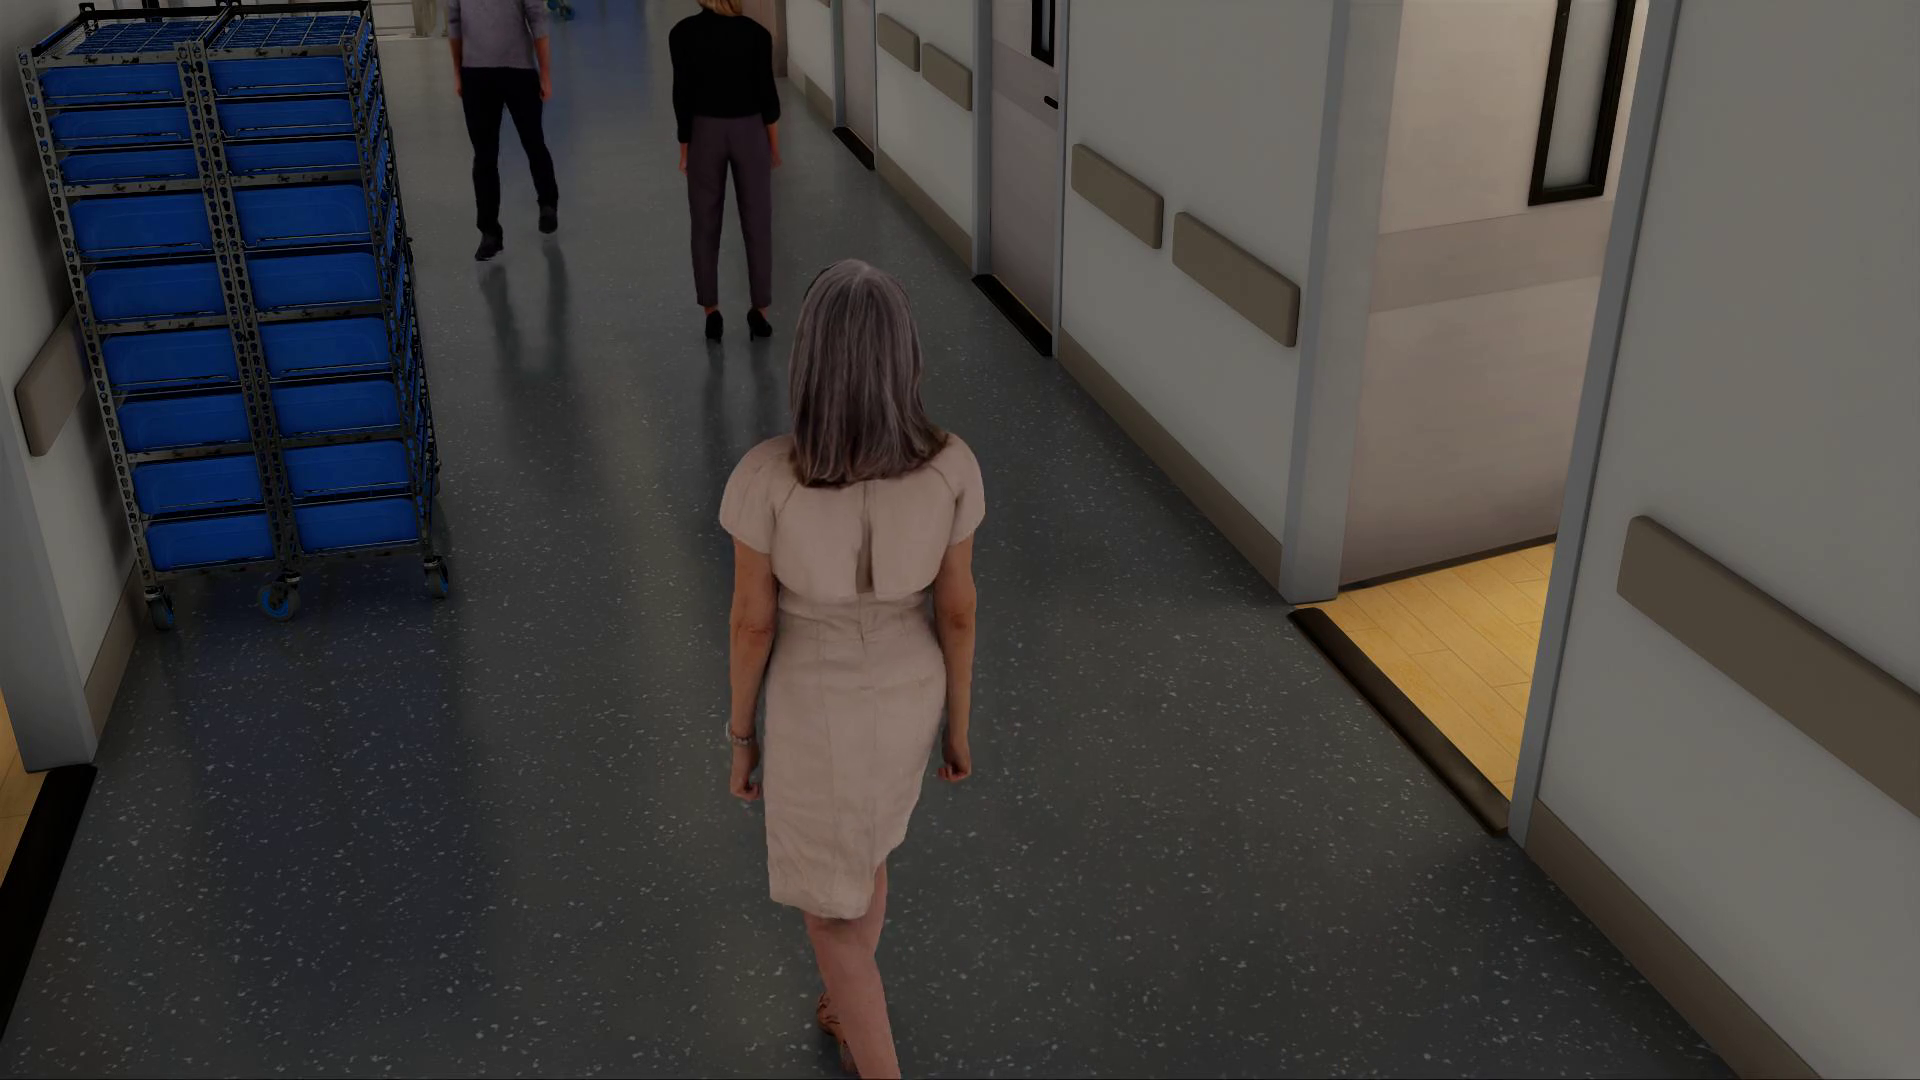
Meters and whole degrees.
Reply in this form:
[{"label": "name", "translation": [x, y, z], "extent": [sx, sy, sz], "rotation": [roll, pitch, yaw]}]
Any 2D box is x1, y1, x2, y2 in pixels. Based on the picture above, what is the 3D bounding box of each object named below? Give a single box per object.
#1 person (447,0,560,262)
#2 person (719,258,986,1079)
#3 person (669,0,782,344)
[{"label": "person", "translation": [-2.332, -2.415, 8.603], "extent": [0.857, 1.803, 1.159], "rotation": [0, 26, -1]}, {"label": "person", "translation": [-0.163, 0.405, 2.860], "extent": [0.645, 1.712, 1.061], "rotation": [-8, 27, -16]}, {"label": "person", "translation": [-1.002, -1.668, 7.205], "extent": [0.640, 1.672, 0.575], "rotation": [-2, 26, -4]}]
